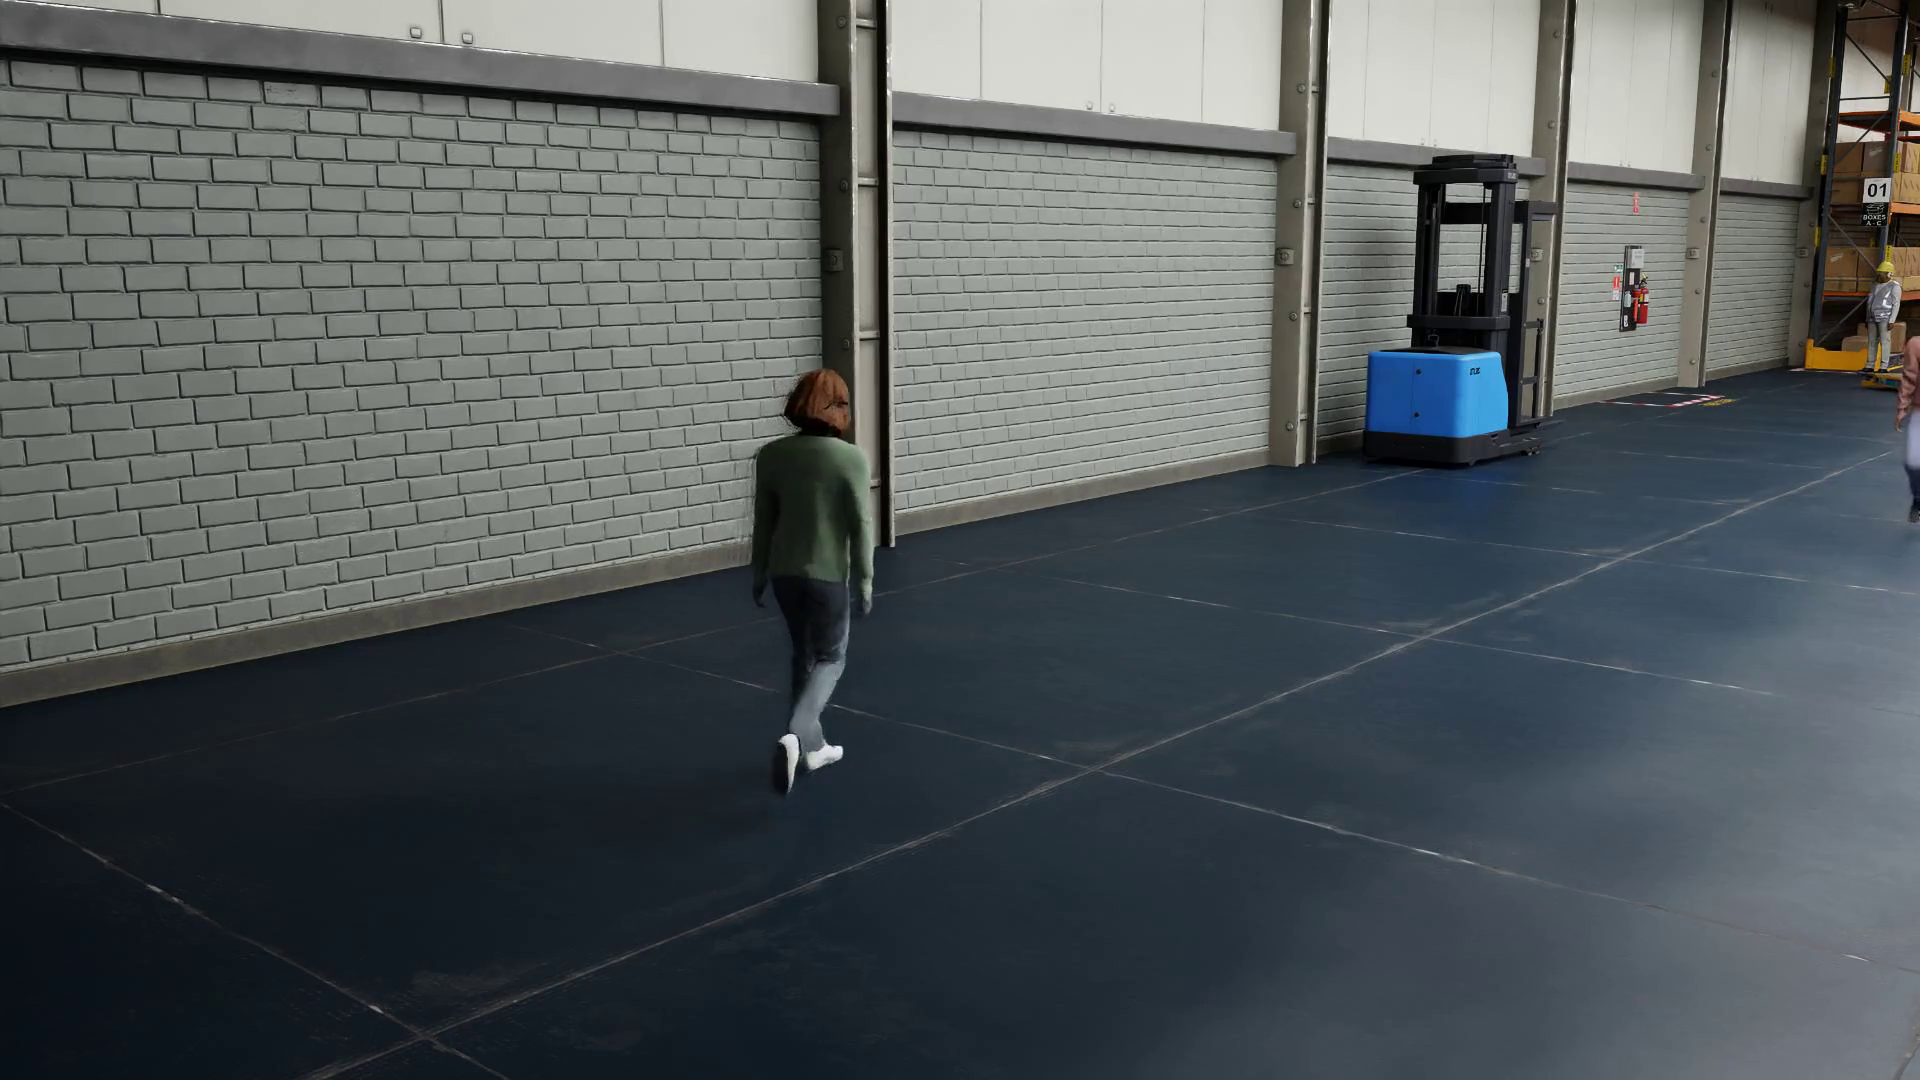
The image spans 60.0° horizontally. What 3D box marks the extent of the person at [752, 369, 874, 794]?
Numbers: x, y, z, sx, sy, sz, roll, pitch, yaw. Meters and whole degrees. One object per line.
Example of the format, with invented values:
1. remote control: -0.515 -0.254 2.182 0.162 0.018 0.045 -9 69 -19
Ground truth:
1. person: -0.601 0.155 6.329 0.536 1.602 0.670 5 11 25

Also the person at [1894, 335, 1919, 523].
1. person: 7.011 -0.904 11.899 0.547 1.752 0.436 7 12 35

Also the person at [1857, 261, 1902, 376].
1. person: 14.938 -3.595 27.008 0.404 1.837 0.586 -3 10 -16

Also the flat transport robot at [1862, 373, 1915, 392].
1. flat transport robot: 13.847 -2.285 24.125 0.652 0.197 1.431 -1 10 -5

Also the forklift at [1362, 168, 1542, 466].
1. forklift: 4.875 -2.212 16.287 1.129 2.768 1.873 8 13 40
